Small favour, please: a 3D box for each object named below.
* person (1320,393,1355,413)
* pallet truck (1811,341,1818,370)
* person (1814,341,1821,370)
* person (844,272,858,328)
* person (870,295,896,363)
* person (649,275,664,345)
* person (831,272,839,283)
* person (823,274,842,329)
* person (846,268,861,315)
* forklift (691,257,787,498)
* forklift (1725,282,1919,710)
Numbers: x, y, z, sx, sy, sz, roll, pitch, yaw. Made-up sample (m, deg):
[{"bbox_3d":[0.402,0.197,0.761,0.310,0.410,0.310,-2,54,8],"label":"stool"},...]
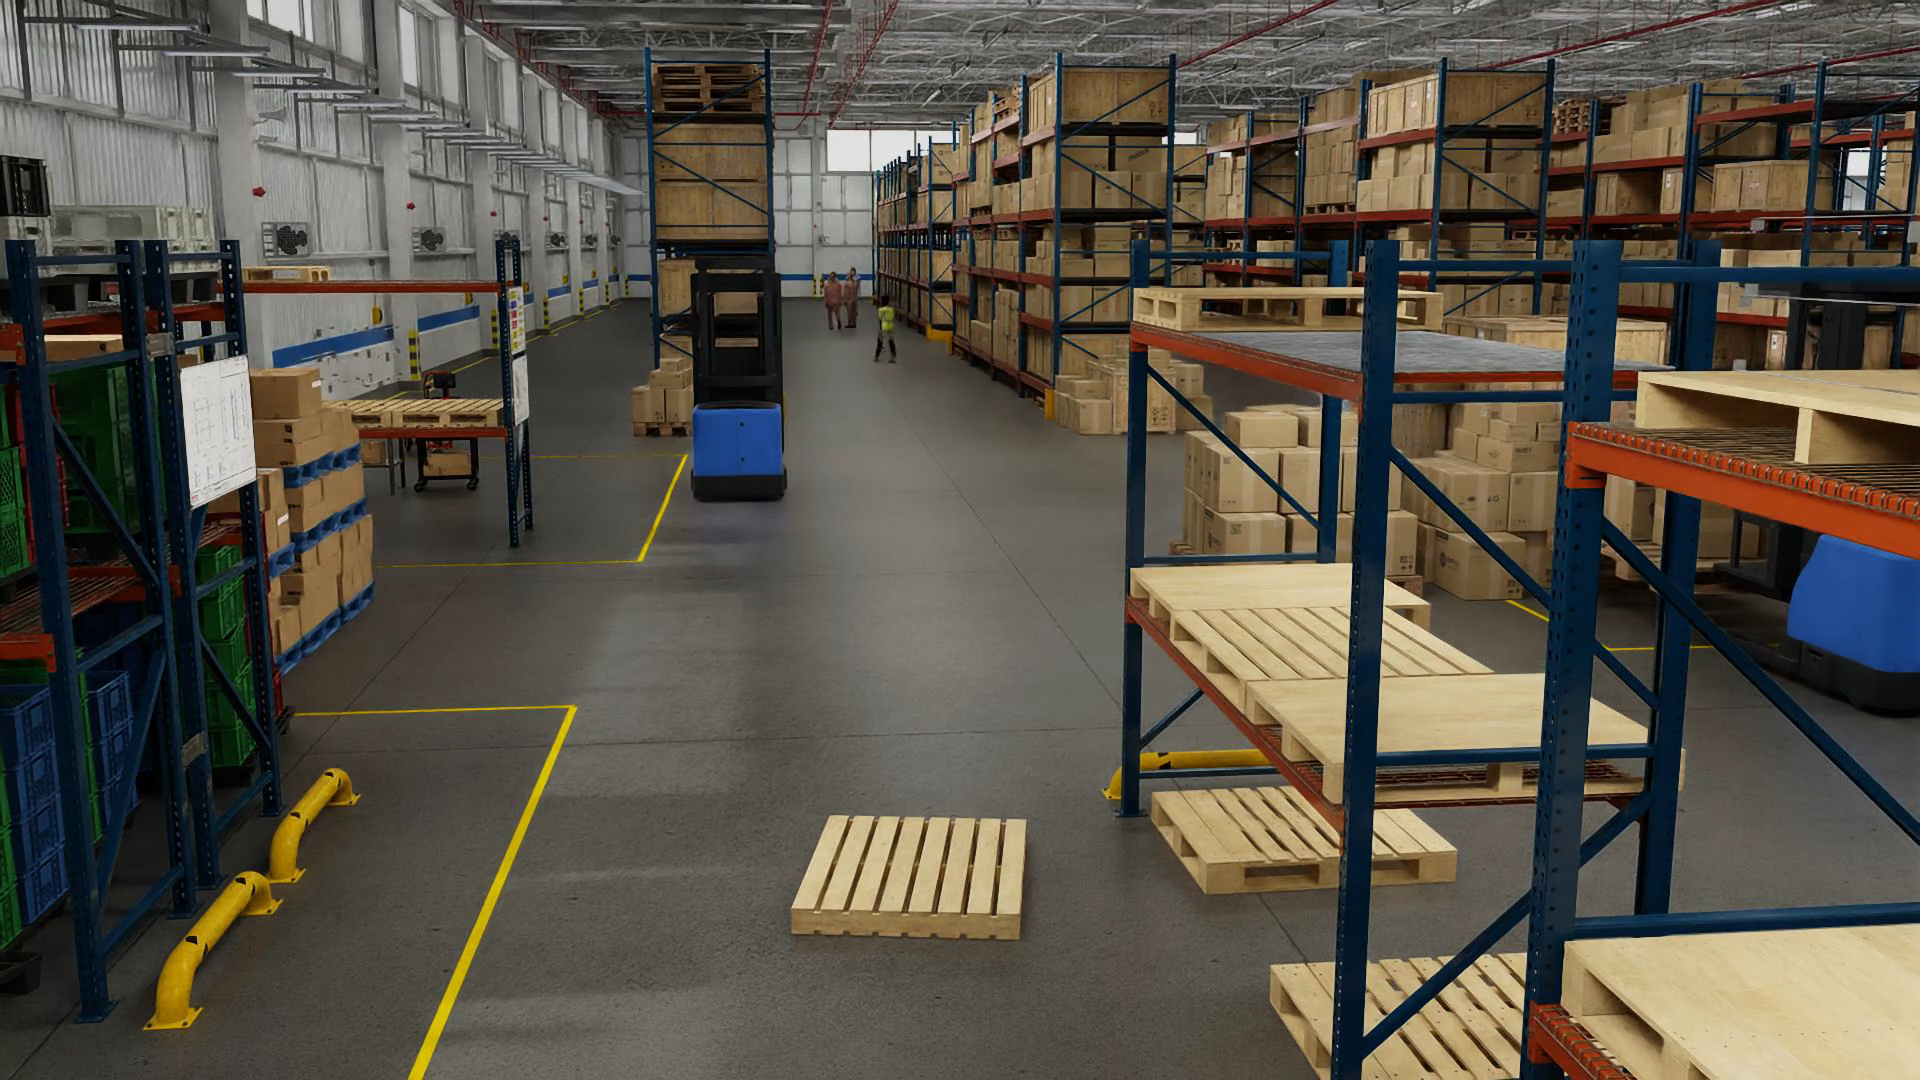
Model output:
[{"bbox_3d":[4.347,-1.388,19.376,0.975,1.901,0.552,-7,12,-34],"label":"person"},{"bbox_3d":[15.846,-3.142,28.793,1.885,1.965,0.823,2,10,12],"label":"pallet truck"},{"bbox_3d":[13.118,-2.437,25.133,0.397,1.911,0.587,10,14,43],"label":"person"},{"bbox_3d":[-3.809,-8.311,57.668,0.409,1.913,0.646,6,12,30],"label":"person"},{"bbox_3d":[-1.891,-5.231,41.293,0.545,1.653,0.843,-10,14,-44],"label":"person"},{"bbox_3d":[-8.804,-6.661,48.176,0.380,2.039,0.607,3,11,18],"label":"person"},{"bbox_3d":[-5.634,-11.129,74.046,0.537,1.626,0.371,2,10,12],"label":"person"},{"bbox_3d":[-4.321,-8.089,56.512,0.665,1.886,0.546,-4,11,-20],"label":"person"},{"bbox_3d":[-4.307,-10.038,67.170,0.632,1.936,0.359,-2,10,-12],"label":"person"},{"bbox_3d":[-2.676,-1.996,19.995,1.129,2.768,1.873,-1,10,-6],"label":"forklift"},{"bbox_3d":[6.244,-0.417,11.245,1.129,2.768,1.873,-1,10,-6],"label":"forklift"}]
